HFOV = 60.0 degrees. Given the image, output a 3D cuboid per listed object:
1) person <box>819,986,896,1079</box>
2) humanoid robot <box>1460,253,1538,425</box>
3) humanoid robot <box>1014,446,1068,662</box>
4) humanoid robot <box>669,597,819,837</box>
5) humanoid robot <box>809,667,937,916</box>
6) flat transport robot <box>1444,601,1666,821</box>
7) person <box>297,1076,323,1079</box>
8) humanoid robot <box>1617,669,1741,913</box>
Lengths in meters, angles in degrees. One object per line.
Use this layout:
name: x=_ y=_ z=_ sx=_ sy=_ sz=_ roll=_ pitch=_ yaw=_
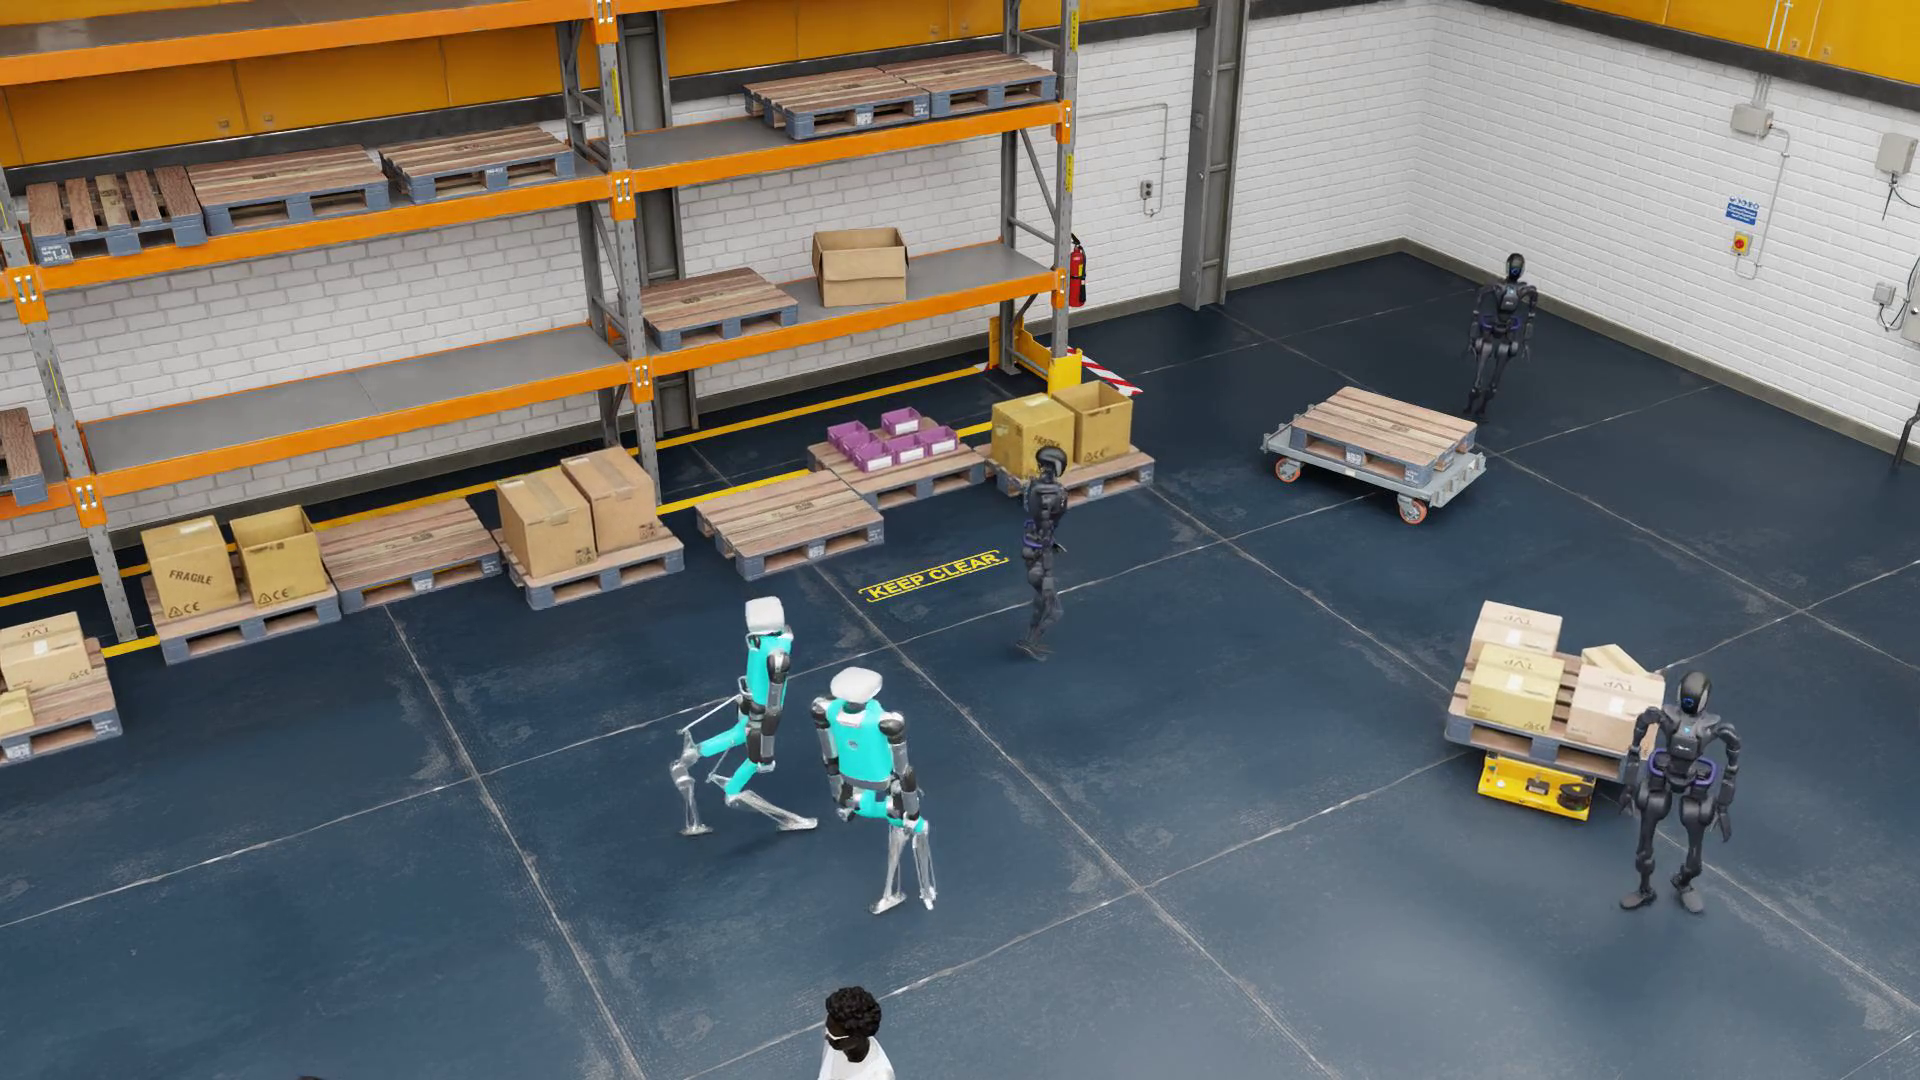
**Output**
person: x=-0.414 y=2.540 z=7.025 sx=0.322 sy=1.695 sz=0.535 roll=-15 pitch=33 yaw=-25
humanoid robot: x=4.744 y=-1.775 z=14.694 sx=0.602 sy=1.645 sz=0.439 roll=2 pitch=30 yaw=4
humanoid robot: x=0.559 y=0.088 z=11.393 sx=0.355 sy=1.645 sz=0.586 roll=1 pitch=29 yaw=2
humanoid robot: x=-1.354 y=1.134 z=9.518 sx=1.052 sy=1.758 sz=0.589 roll=-8 pitch=30 yaw=-14
humanoid robot: x=-0.411 y=1.357 z=9.108 sx=0.566 sy=1.807 sz=0.809 roll=11 pitch=31 yaw=18
flat transport robot: x=3.807 y=1.263 z=10.739 sx=0.659 sy=0.231 sz=1.431 roll=13 pitch=32 yaw=21
person: x=-2.277 y=2.776 z=6.472 sx=0.990 sy=1.831 sz=0.563 roll=13 pitch=32 yaw=22
humanoid robot: x=3.941 y=1.376 z=9.106 sx=0.600 sy=1.636 sz=0.432 roll=14 pitch=32 yaw=23
